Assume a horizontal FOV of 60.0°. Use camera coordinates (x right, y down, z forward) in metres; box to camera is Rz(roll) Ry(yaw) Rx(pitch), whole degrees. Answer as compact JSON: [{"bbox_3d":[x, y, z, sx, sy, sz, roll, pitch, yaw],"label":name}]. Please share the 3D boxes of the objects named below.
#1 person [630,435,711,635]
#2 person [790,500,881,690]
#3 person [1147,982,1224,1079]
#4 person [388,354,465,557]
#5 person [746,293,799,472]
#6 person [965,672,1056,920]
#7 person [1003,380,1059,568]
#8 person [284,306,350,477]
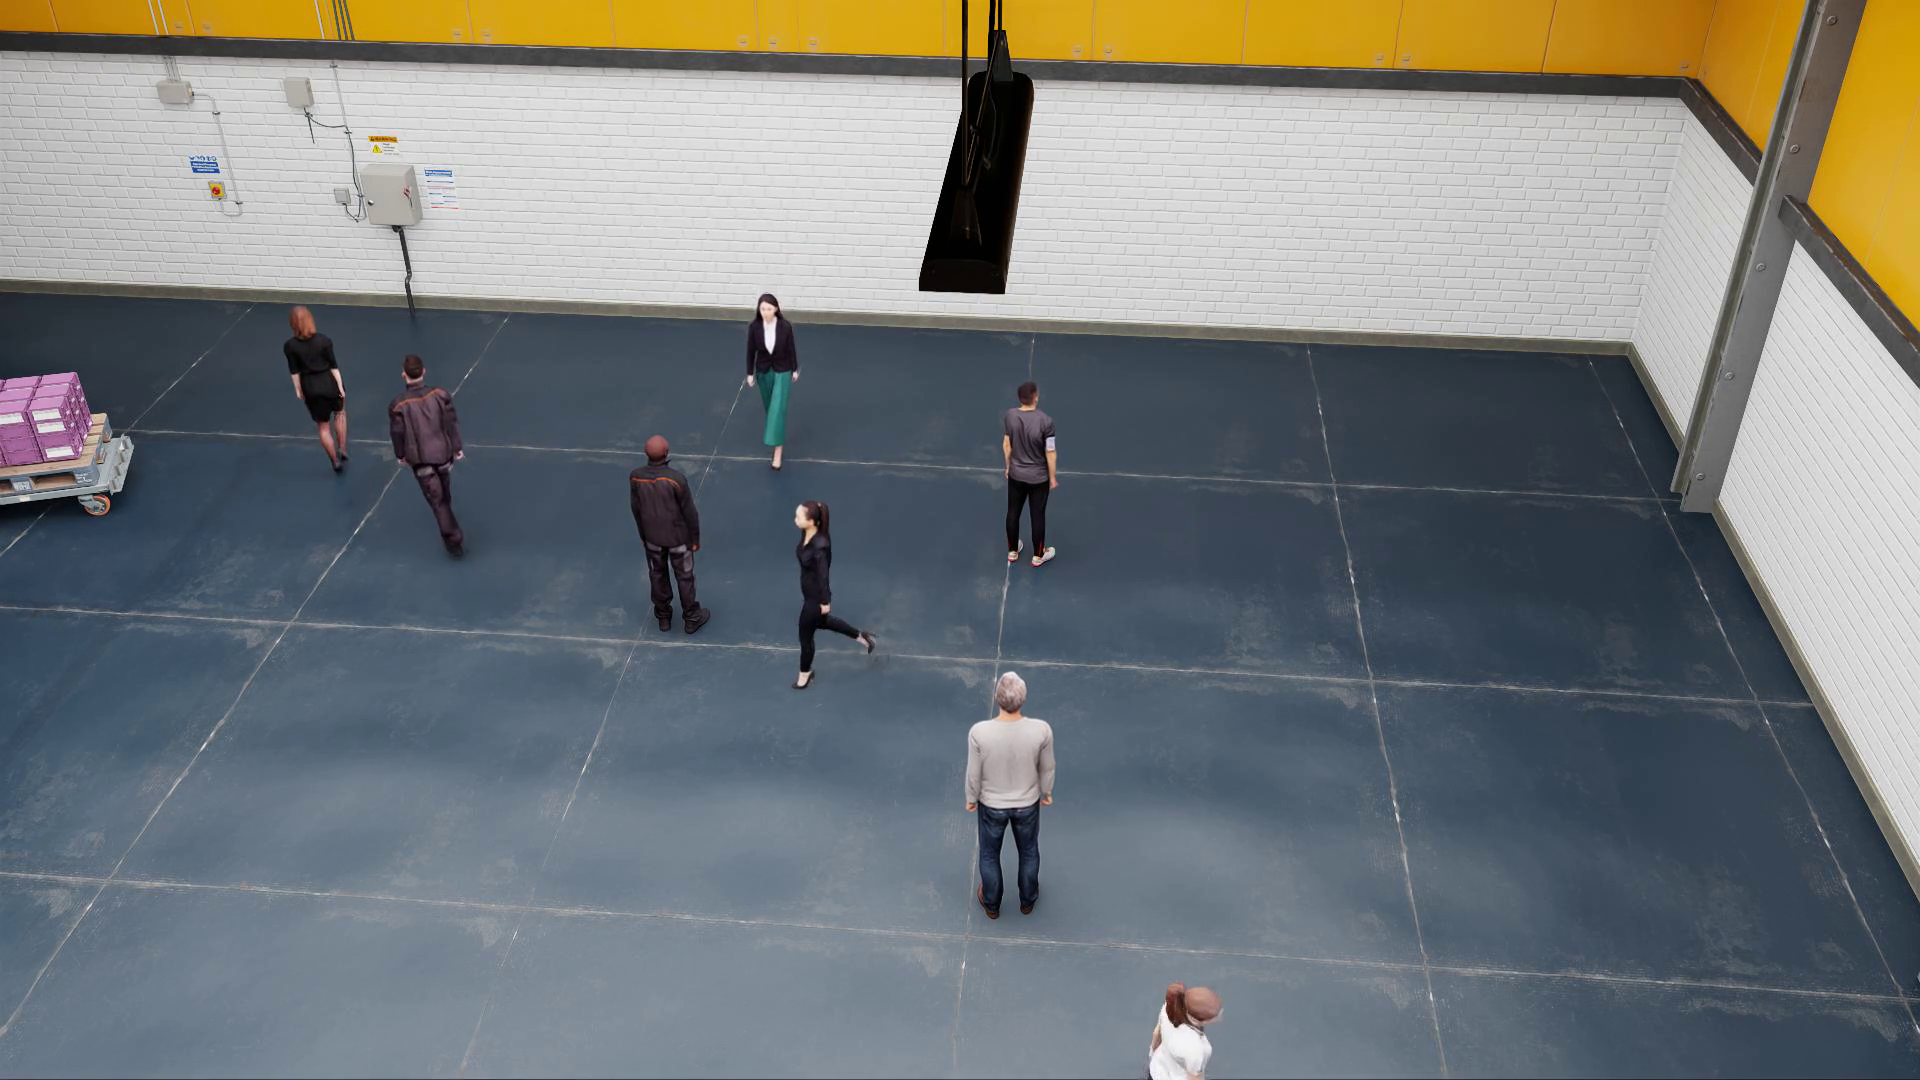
[{"bbox_3d":[-2.366,-0.048,13.435,0.704,1.825,0.615,5,34,8],"label":"person"},{"bbox_3d":[-1.040,0.412,12.862,0.912,1.693,1.014,-11,35,-17],"label":"person"},{"bbox_3d":[1.130,2.941,9.024,0.887,1.730,0.740,-24,40,-31],"label":"person"},{"bbox_3d":[-4.577,-0.705,14.437,1.177,1.810,1.300,-20,38,-27],"label":"person"},{"bbox_3d":[-1.774,-1.586,15.873,0.634,1.688,1.110,1,34,2],"label":"person"},{"bbox_3d":[0.316,1.675,10.767,0.780,1.908,0.687,-3,34,-4],"label":"person"},{"bbox_3d":[0.584,-0.574,14.281,0.703,1.764,0.672,15,36,21],"label":"person"},{"bbox_3d":[-5.958,-1.350,15.514,0.697,1.691,0.741,-9,35,-13],"label":"person"}]
